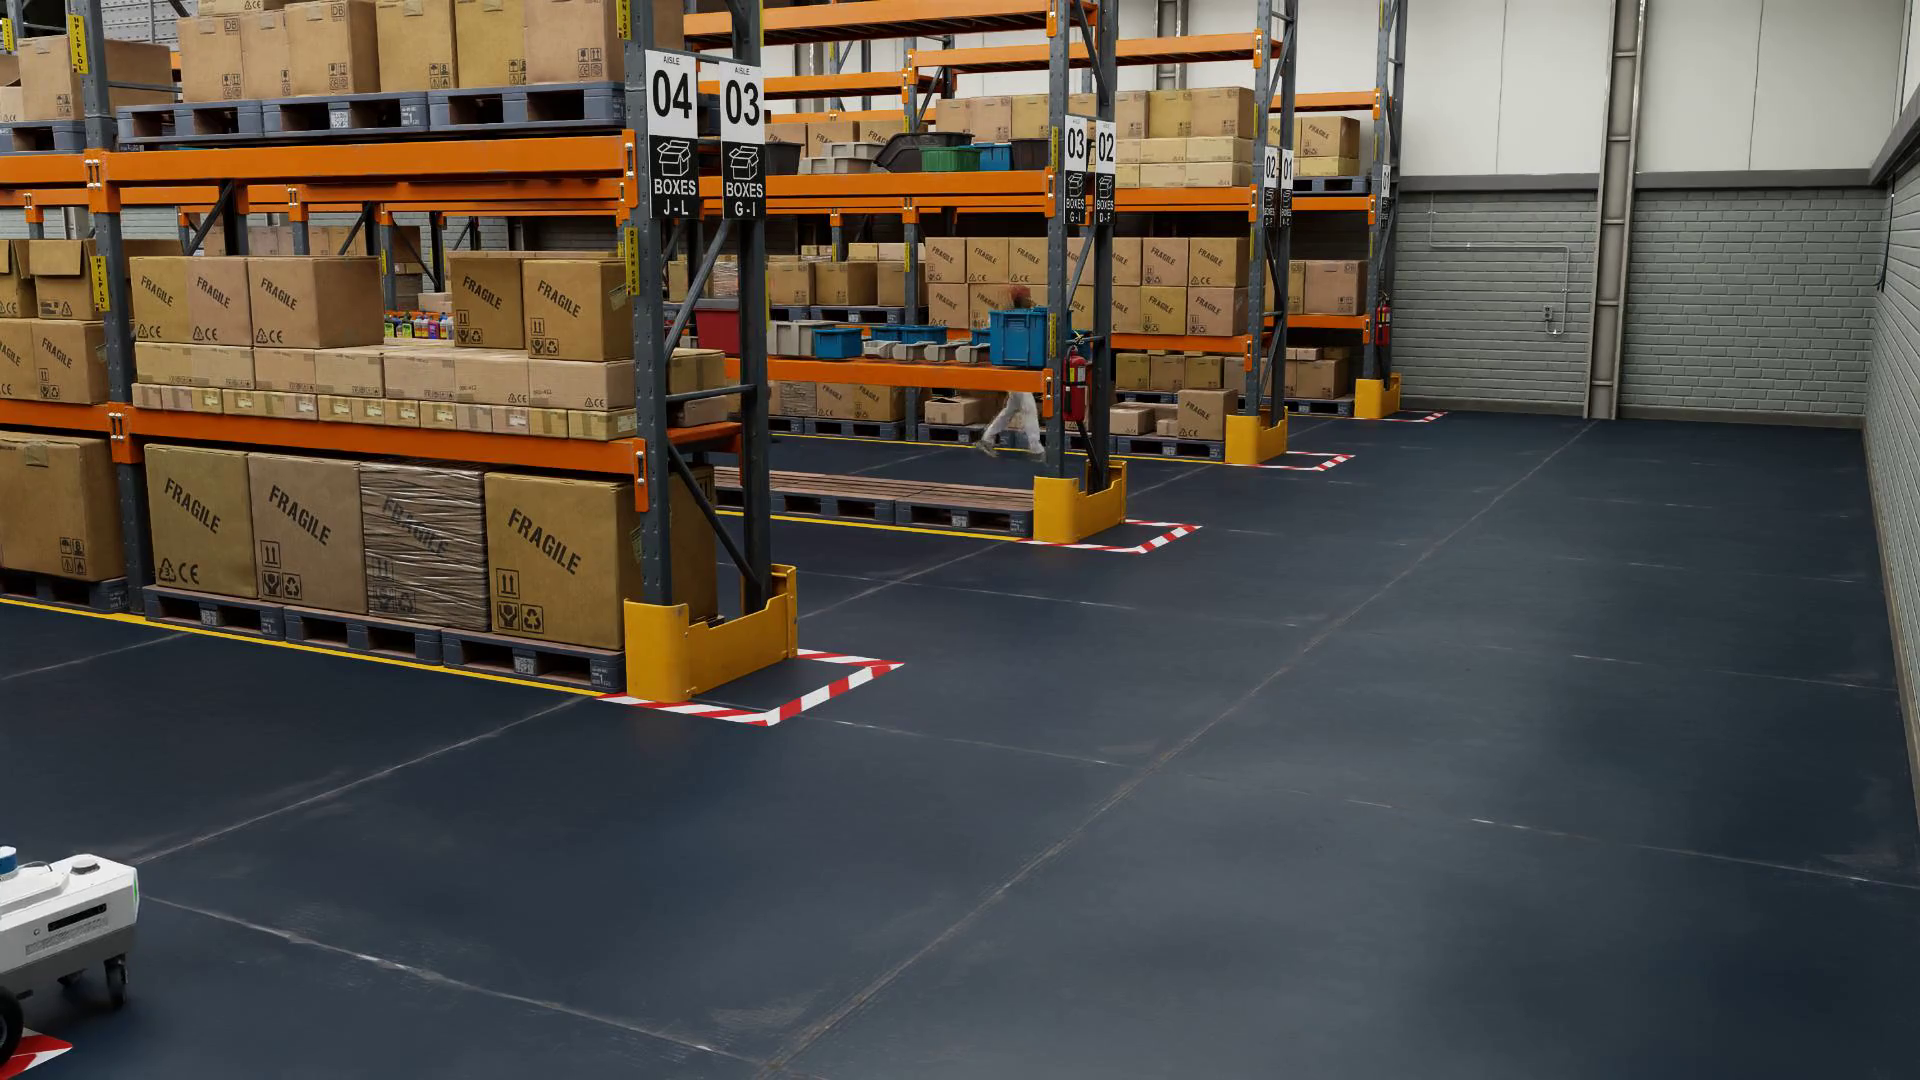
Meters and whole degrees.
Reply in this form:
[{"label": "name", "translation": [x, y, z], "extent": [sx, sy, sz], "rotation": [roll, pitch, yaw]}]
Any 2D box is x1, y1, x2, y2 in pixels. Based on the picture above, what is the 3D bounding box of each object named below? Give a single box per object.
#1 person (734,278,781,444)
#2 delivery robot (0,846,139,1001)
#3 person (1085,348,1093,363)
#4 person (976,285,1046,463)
[{"label": "person", "translation": [-2.264, -2.029, 18.741], "extent": [0.448, 1.925, 0.544], "rotation": [3, 11, 16]}, {"label": "delivery robot", "translation": [-2.808, 1.146, 4.893], "extent": [0.477, 0.478, 0.707], "rotation": [6, 12, 30]}, {"label": "person", "translation": [1.606, -2.262, 19.998], "extent": [0.503, 1.924, 0.570], "rotation": [7, 13, 35]}, {"label": "person", "translation": [0.573, -1.738, 17.363], "extent": [0.935, 1.849, 0.584], "rotation": [5, 11, 24]}]
